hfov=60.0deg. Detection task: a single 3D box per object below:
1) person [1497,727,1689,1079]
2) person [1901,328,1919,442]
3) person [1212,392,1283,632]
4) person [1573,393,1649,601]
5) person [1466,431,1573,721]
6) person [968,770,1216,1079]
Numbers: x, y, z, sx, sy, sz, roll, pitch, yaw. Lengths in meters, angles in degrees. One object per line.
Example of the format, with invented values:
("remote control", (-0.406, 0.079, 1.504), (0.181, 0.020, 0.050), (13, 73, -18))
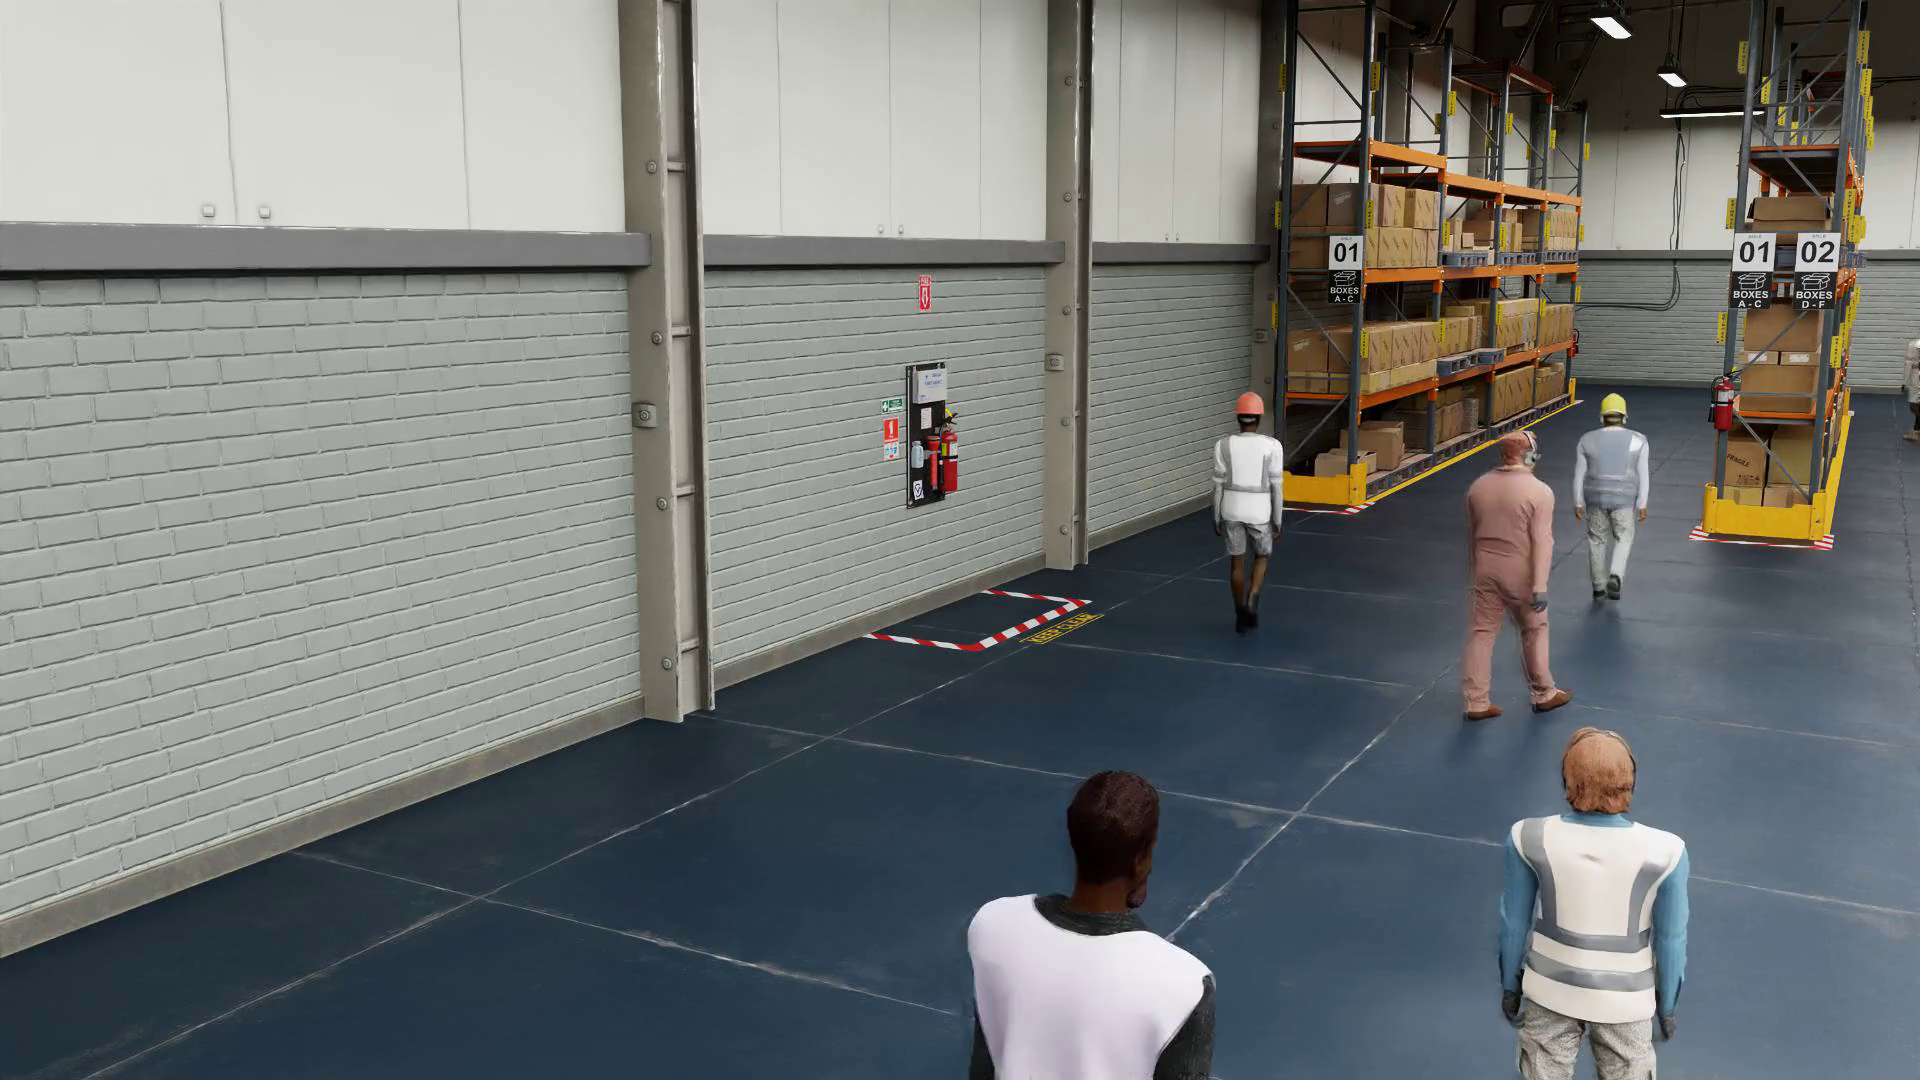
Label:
("person", (1.837, 1.361, 4.874), (0.515, 1.637, 0.314), (4, 11, 25))
("person", (15.477, -2.541, 26.619), (0.620, 2.011, 0.825), (0, 10, -2))
("person", (2.283, -0.214, 13.228), (0.569, 1.923, 0.412), (2, 10, 14))
("person", (5.594, -0.350, 14.324), (0.615, 1.819, 0.475), (4, 10, 22))
("person", (3.651, 0.224, 10.805), (0.905, 1.868, 0.679), (-7, 12, -35))
("person", (0.250, 1.437, 3.627), (0.622, 1.900, 0.533), (6, 11, 32))
